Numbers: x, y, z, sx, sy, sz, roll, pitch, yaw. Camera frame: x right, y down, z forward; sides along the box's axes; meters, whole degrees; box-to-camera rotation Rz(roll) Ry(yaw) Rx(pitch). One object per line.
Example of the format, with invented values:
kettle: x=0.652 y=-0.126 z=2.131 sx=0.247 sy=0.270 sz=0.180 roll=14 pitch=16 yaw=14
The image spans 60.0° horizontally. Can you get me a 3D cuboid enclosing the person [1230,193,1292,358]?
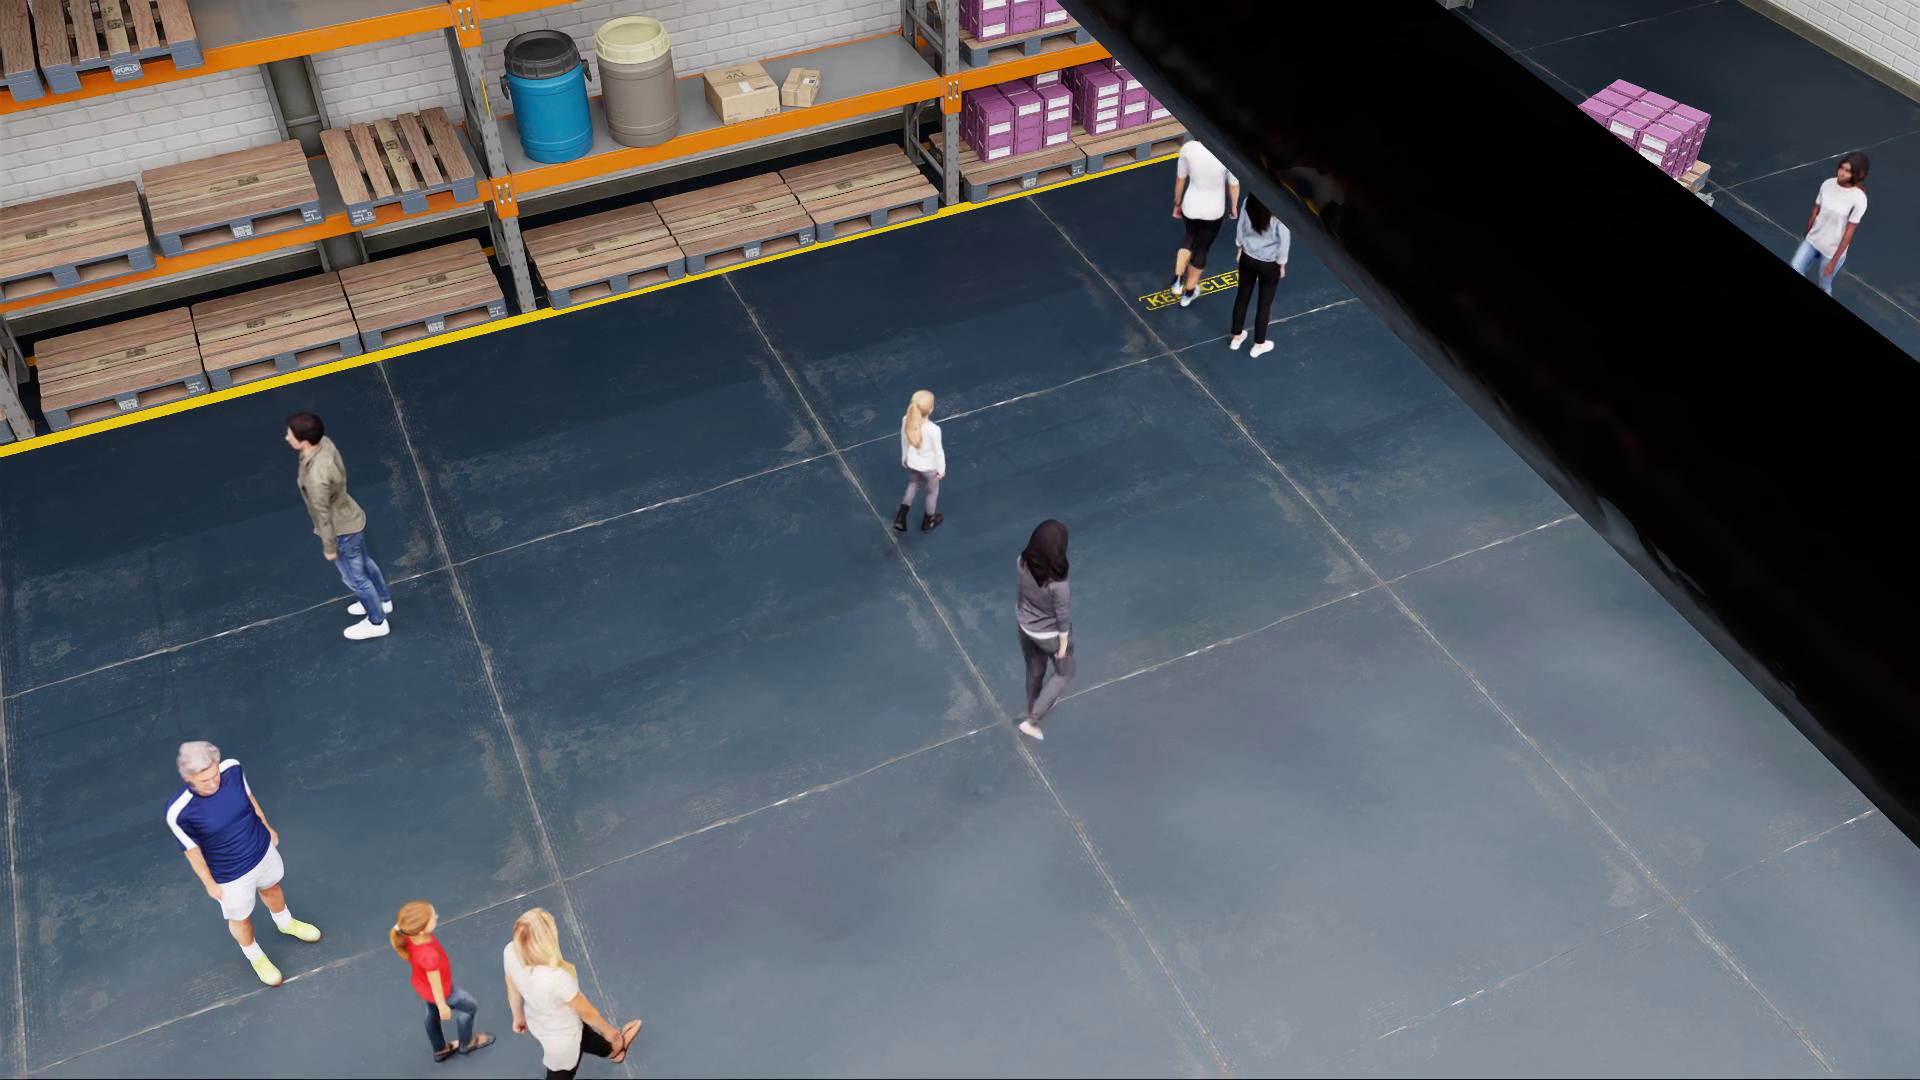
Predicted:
person: x=2.404 y=-2.239 z=13.315 sx=0.688 sy=1.711 sz=0.698 roll=27 pitch=50 yaw=25

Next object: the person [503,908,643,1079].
person: x=-2.060 y=2.513 z=8.281 sx=1.068 sy=1.774 sz=1.258 roll=24 pitch=48 yaw=23

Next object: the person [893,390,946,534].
person: x=-0.302 y=-0.507 z=11.816 sx=0.662 sy=1.270 sz=0.768 roll=27 pitch=50 yaw=25

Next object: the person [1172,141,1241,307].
person: x=1.978 y=-2.683 z=13.691 sx=0.786 sy=1.834 sz=0.826 roll=17 pitch=46 yaw=17

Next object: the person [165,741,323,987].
person: x=-3.952 y=1.717 z=9.074 sx=0.781 sy=1.832 sz=0.697 roll=19 pitch=47 yaw=19

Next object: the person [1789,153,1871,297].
person: x=7.037 y=-2.351 z=13.454 sx=1.138 sy=1.680 sz=0.680 roll=-22 pitch=48 yaw=-22

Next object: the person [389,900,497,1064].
person: x=-2.833 y=2.380 z=8.764 sx=0.600 sy=1.300 sz=0.560 roll=-27 pitch=50 yaw=-25

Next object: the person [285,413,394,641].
person: x=-4.064 y=-0.097 z=10.955 sx=0.660 sy=1.864 sz=0.738 roll=-9 pitch=44 yaw=-9

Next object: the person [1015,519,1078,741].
person: x=0.458 y=0.606 z=10.298 sx=0.742 sy=1.752 sz=0.817 roll=30 pitch=51 yaw=28
